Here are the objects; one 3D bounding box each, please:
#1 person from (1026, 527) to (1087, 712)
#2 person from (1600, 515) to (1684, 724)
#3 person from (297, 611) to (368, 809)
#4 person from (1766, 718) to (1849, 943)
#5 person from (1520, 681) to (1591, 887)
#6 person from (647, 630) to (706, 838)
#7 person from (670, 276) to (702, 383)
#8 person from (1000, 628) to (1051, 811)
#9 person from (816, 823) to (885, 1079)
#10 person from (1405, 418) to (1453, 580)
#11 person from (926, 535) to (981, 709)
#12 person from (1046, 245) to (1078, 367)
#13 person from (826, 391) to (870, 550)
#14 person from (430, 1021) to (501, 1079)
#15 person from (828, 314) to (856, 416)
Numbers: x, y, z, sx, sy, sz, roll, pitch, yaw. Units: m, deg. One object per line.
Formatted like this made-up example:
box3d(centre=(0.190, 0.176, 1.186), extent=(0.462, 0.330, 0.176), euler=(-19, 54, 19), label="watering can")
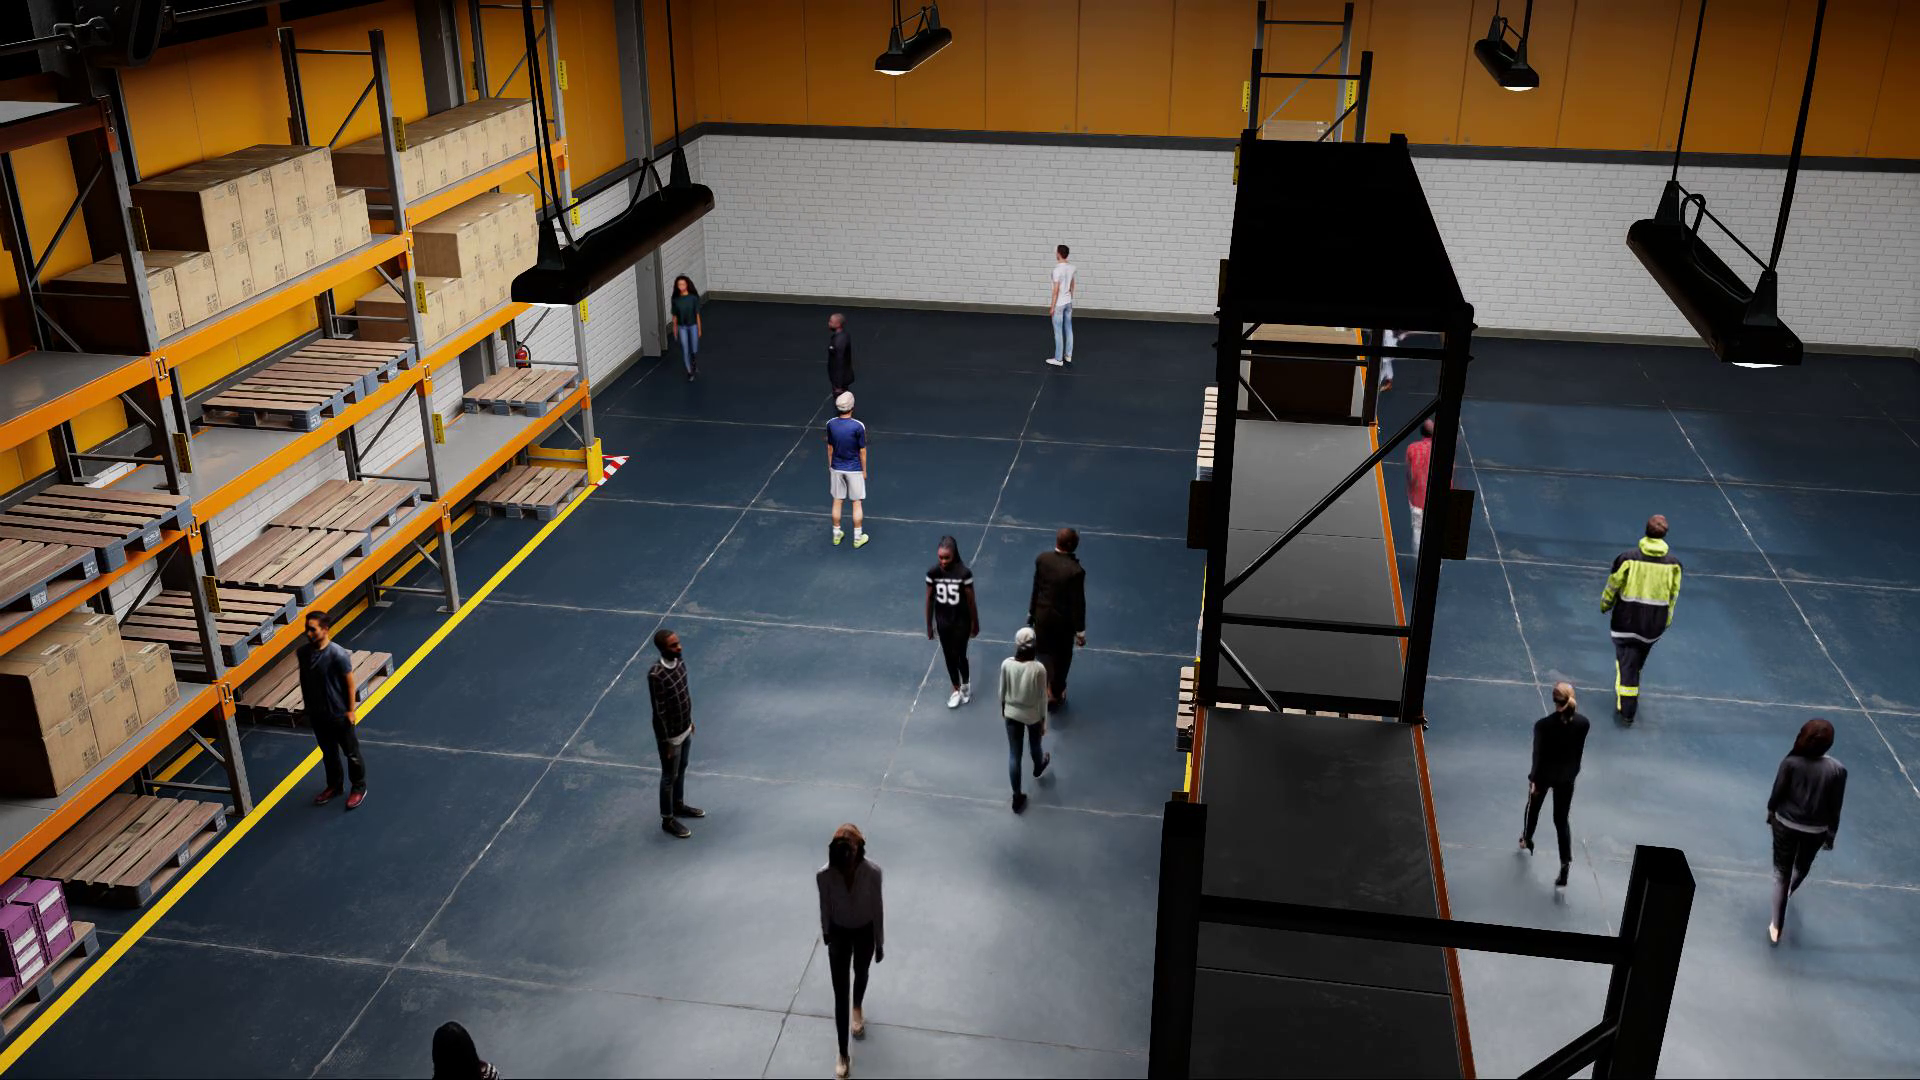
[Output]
box3d(centre=(0.897, 0.799, 15.408), extent=(0.873, 1.870, 0.963), euler=(10, 25, 21), label="person")
box3d(centre=(6.297, 0.755, 15.424), extent=(0.834, 1.937, 1.216), euler=(2, 24, 5), label="person")
box3d(centre=(-5.318, 1.412, 14.081), extent=(0.681, 1.810, 0.585), euler=(7, 25, 17), label="person")
box3d(centre=(6.263, 2.199, 12.395), extent=(0.772, 1.719, 1.137), euler=(9, 25, 20), label="person")
box3d(centre=(4.700, 1.934, 13.057), extent=(0.716, 1.674, 1.100), euler=(1, 24, 1), label="person")
box3d(centre=(-2.388, 1.552, 13.747), extent=(0.738, 1.821, 0.519), euler=(6, 24, 14), label="person")
box3d(centre=(-4.064, -3.173, 24.826), extent=(0.661, 1.605, 0.696), euler=(-2, 24, -4), label="person")
box3d(centre=(0.519, 1.524, 14.064), extent=(0.676, 1.618, 1.022), euler=(7, 25, 16), label="person")
box3d(centre=(-0.719, 2.646, 11.322), extent=(0.741, 1.760, 1.089), euler=(-1, 24, -2), label="person")
box3d(centre=(5.159, -0.431, 18.337), extent=(0.807, 1.779, 0.978), euler=(13, 27, 27), label="person")
box3d(centre=(-0.043, 0.743, 15.716), extent=(0.692, 1.727, 0.680), euler=(7, 25, 16), label="person")
box3d(centre=(1.575, -3.617, 25.535), extent=(0.785, 1.851, 0.667), euler=(20, 30, 37), label="person")
box3d(centre=(-1.298, -0.816, 19.147), extent=(0.654, 1.834, 0.583), euler=(7, 25, 17), label="person")
box3d(centre=(-2.705, 3.531, 9.309), extent=(1.082, 1.749, 1.206), euler=(-12, 26, -26), label="person")
box3d(centre=(-1.576, -2.147, 22.211), extent=(0.798, 1.819, 0.620), euler=(-1, 24, -2), label="person")
